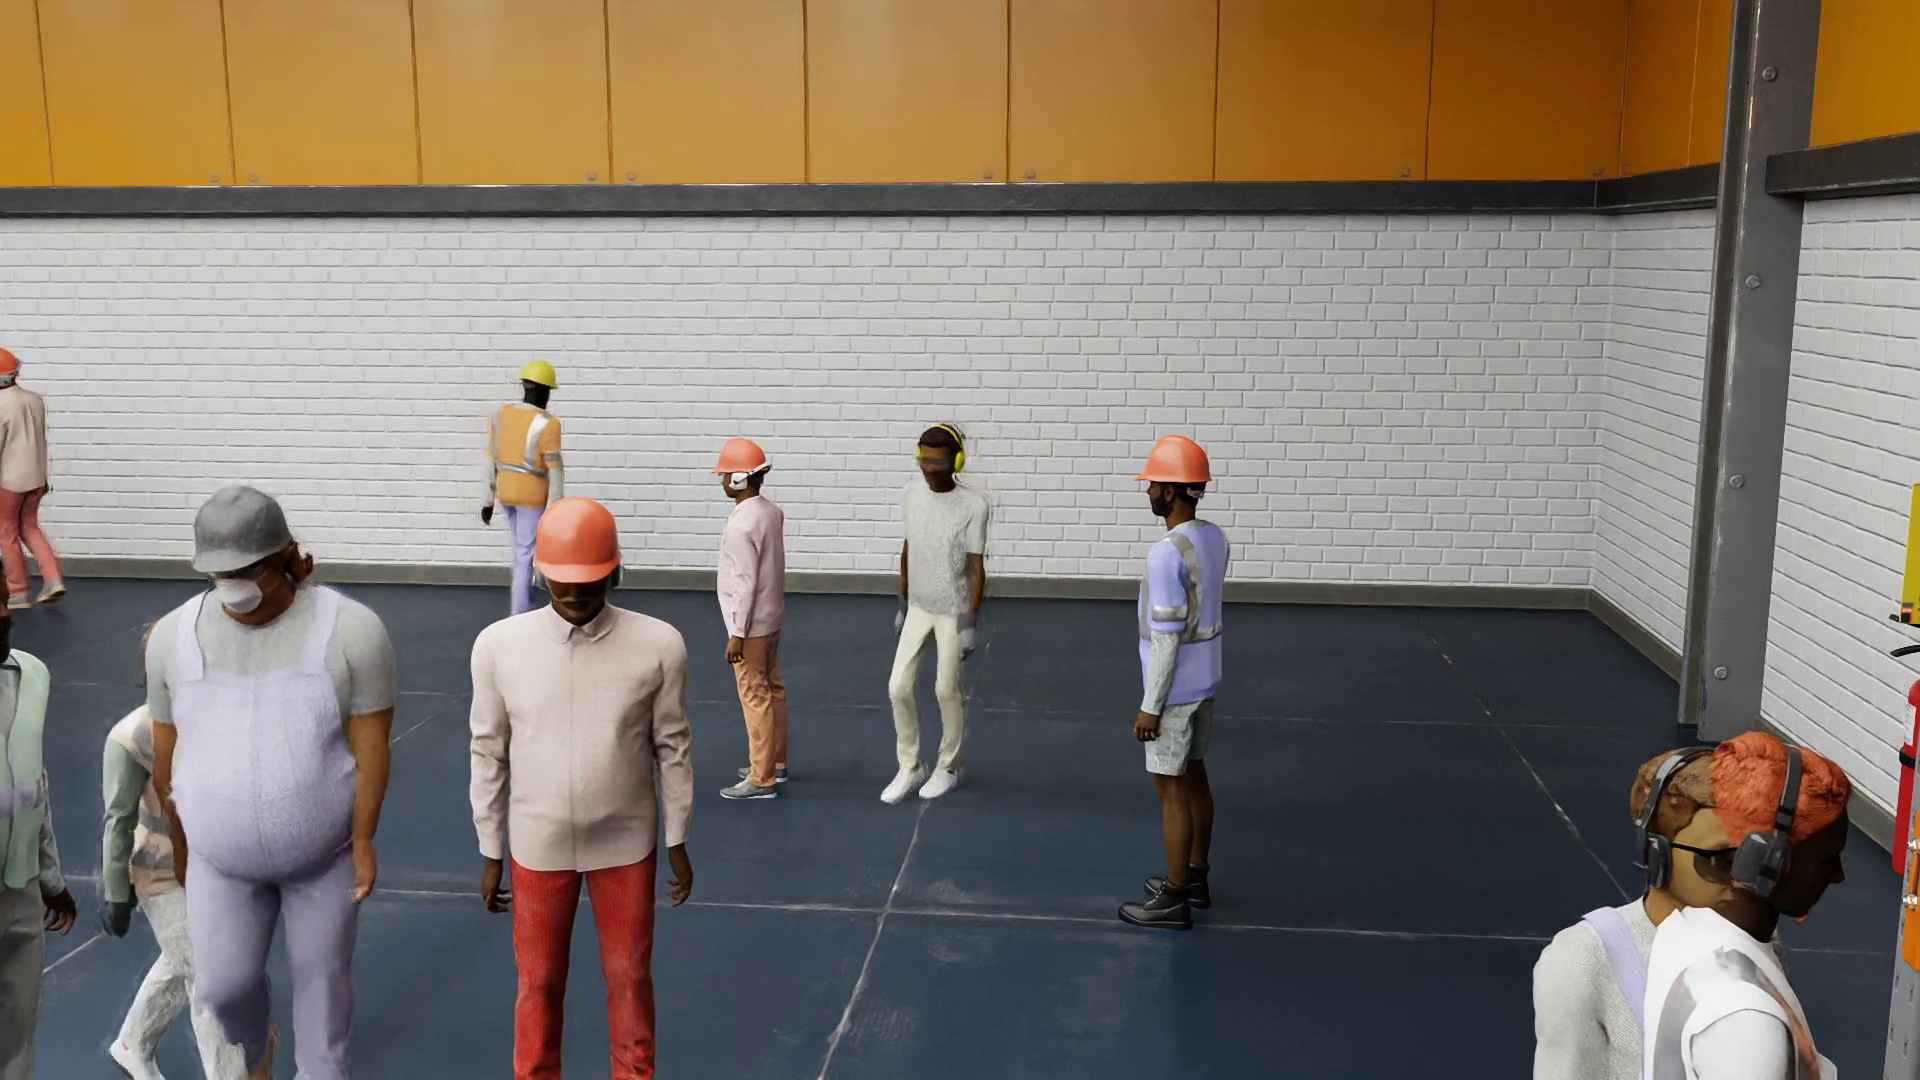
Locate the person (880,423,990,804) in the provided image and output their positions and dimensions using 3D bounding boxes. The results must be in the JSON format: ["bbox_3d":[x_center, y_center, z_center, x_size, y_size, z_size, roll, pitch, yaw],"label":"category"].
[{"bbox_3d":[-0.136,0.365,7.883,0.545,1.840,0.628,6,11,29],"label":"person"}]

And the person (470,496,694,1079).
[{"bbox_3d":[-1.052,0.855,4.670,0.612,1.988,0.402,-2,10,-11],"label":"person"}]

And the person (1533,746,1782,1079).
[{"bbox_3d":[1.187,1.244,2.848,0.507,1.846,0.343,-4,11,-23],"label":"person"}]

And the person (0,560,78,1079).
[{"bbox_3d":[-2.572,0.945,4.349,0.398,1.921,0.589,2,10,9],"label":"person"}]

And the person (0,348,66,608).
[{"bbox_3d":[-6.920,-0.435,12.171,0.611,1.952,0.680,2,10,11],"label":"person"}]

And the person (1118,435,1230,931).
[{"bbox_3d":[0.835,0.557,6.517,0.359,1.938,0.545,5,11,28],"label":"person"}]

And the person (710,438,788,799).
[{"bbox_3d":[-1.031,0.377,8.073,0.342,1.750,0.568,2,10,10],"label":"person"}]

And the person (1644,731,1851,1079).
[{"bbox_3d":[1.253,1.237,2.770,0.352,1.887,0.580,2,10,10],"label":"person"}]

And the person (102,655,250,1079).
[{"bbox_3d":[-2.368,0.990,5.001,0.801,1.600,0.499,4,11,21],"label":"person"}]

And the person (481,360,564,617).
[{"bbox_3d":[-2.995,-0.301,11.561,0.664,1.907,0.579,6,11,29],"label":"person"}]
